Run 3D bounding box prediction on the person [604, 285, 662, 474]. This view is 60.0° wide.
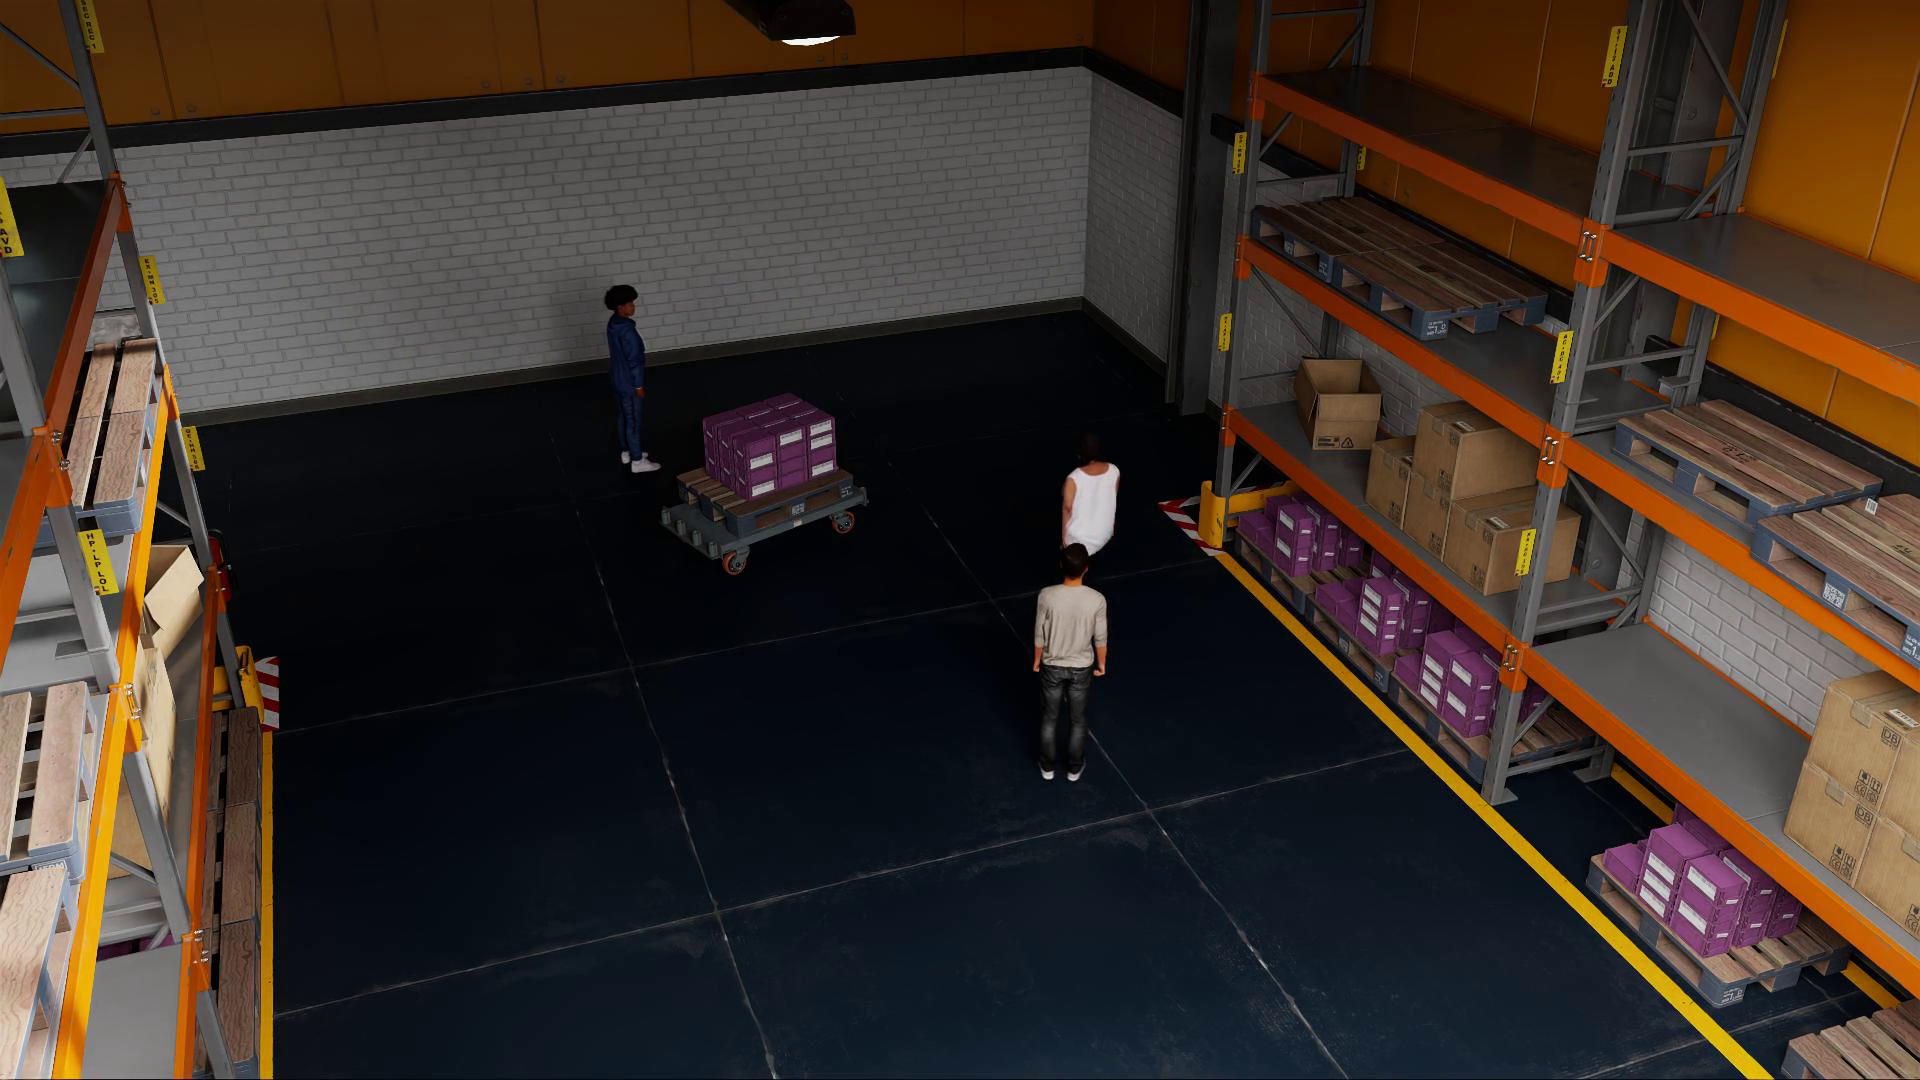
[{"bbox_3d":[-3.133,-1.525,15.662,0.761,1.806,0.545,-15,32,-26],"label":"person"}]

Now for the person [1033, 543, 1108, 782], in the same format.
[{"bbox_3d":[0.733,0.849,11.309,0.726,1.806,0.695,2,29,4],"label":"person"}]

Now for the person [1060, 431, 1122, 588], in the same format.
[{"bbox_3d":[1.003,-0.056,13.110,0.745,1.670,0.941,-15,32,-26],"label":"person"}]
